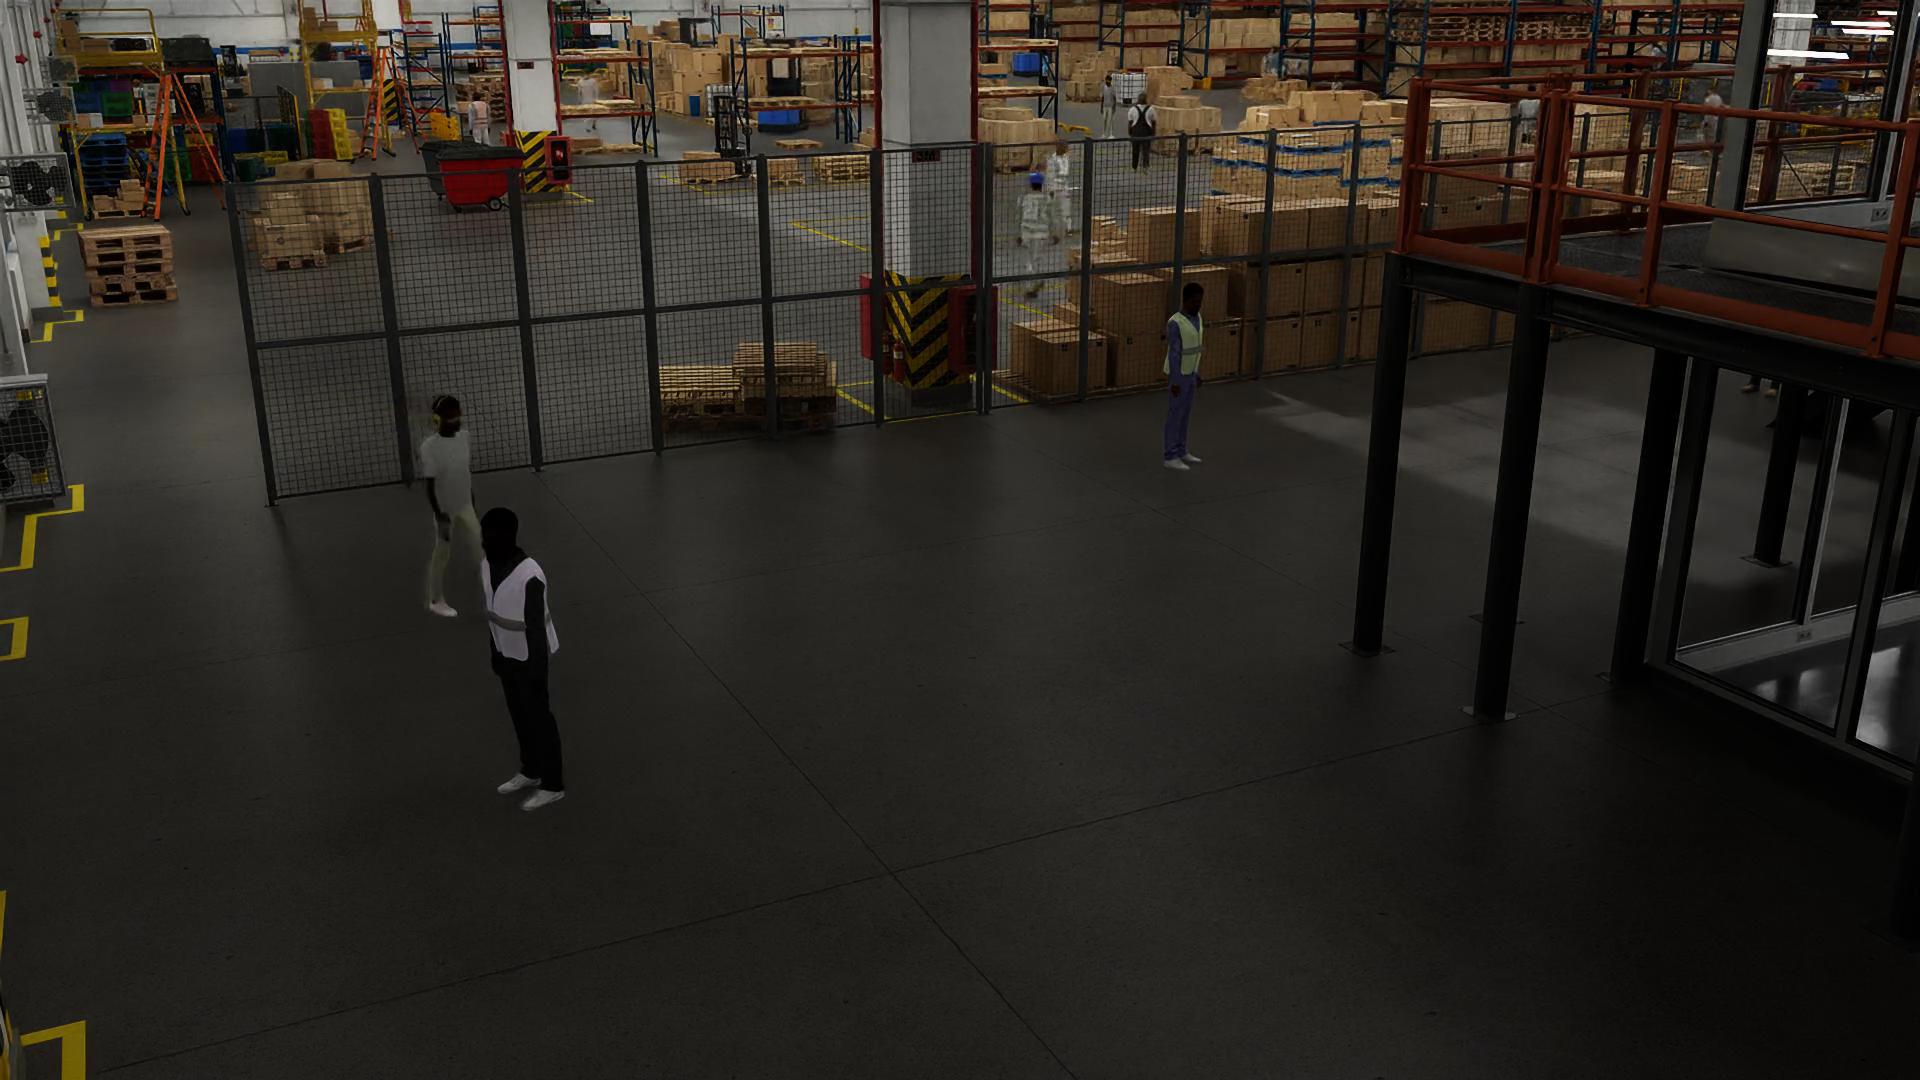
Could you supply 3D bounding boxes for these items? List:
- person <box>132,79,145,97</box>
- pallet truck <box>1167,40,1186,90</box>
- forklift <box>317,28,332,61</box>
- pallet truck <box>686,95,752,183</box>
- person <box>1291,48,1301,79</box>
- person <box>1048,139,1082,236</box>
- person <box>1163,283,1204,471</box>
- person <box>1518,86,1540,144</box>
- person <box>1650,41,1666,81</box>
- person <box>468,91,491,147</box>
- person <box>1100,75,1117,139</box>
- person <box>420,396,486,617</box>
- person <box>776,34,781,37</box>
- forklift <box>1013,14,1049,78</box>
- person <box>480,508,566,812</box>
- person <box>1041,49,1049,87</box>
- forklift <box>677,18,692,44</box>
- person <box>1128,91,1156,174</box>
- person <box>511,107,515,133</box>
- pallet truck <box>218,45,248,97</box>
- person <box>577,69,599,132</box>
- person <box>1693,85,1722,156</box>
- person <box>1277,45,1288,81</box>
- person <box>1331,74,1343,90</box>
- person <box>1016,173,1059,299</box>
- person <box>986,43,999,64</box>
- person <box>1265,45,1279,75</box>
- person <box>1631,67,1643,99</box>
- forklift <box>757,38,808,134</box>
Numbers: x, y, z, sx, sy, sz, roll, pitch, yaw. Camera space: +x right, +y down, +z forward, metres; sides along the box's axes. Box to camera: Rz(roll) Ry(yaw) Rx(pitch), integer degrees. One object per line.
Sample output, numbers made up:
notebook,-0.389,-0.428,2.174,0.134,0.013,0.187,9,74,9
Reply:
person,-25.372,-13.404,51.418,0.523,1.632,0.321,5,20,13
pallet truck,9.045,-19.971,69.895,0.823,1.965,1.885,-3,19,-8
forklift,-23.030,-17.223,60.598,1.873,2.768,1.129,-9,21,-25
pallet truck,-5.836,-9.608,39.856,0.823,1.965,1.885,10,22,27
person,14.196,-19.910,70.196,0.401,1.689,0.543,-7,20,-20
person,1.896,-6.724,31.762,0.622,1.830,1.011,-17,26,-41
person,2.289,-1.684,17.013,0.392,1.914,0.587,11,22,30
person,15.200,-11.156,44.449,0.610,1.933,0.902,4,20,12
person,31.586,-21.699,75.237,0.590,1.780,0.961,11,22,29
person,-12.569,-10.780,43.494,0.430,1.841,0.624,17,25,39
person,4.431,-12.931,49.707,0.511,1.859,0.322,13,23,33
person,-3.864,-0.218,12.908,0.966,1.816,0.532,13,23,33
person,-8.529,-22.972,78.733,0.642,1.904,0.867,-17,25,-40
forklift,3.503,-22.925,77.124,1.873,2.768,1.129,-9,21,-25
person,-2.658,0.704,10.105,0.394,1.910,0.586,-18,26,-42
person,3.485,-19.564,69.165,0.318,1.698,0.539,12,22,31
forklift,-11.853,-21.129,71.919,1.873,2.768,1.129,2,19,5
person,4.519,-10.147,41.353,0.692,2.000,0.863,1,19,3
person,-10.298,-9.177,38.781,1.002,1.873,0.612,8,21,22
pallet truck,-28.879,-18.665,66.111,0.823,1.965,1.885,-3,19,-9
person,-11.595,-13.737,51.950,0.639,1.916,0.781,-1,19,-2
person,20.307,-11.390,45.187,0.691,1.880,0.643,-13,23,-33
person,12.911,-18.846,66.724,0.356,1.937,0.552,-9,21,-24
person,12.198,-14.279,53.954,0.314,1.629,0.508,-8,20,-21
person,1.238,-4.755,25.925,0.599,1.898,0.935,11,22,29
person,1.344,-19.299,67.971,0.631,1.978,0.436,-18,26,-41
person,12.779,-19.187,67.750,0.635,1.918,0.709,18,26,41
person,23.115,-15.245,56.667,0.547,1.678,0.380,12,23,32
forklift,-5.535,-14.048,51.393,1.129,2.768,1.873,4,19,11
